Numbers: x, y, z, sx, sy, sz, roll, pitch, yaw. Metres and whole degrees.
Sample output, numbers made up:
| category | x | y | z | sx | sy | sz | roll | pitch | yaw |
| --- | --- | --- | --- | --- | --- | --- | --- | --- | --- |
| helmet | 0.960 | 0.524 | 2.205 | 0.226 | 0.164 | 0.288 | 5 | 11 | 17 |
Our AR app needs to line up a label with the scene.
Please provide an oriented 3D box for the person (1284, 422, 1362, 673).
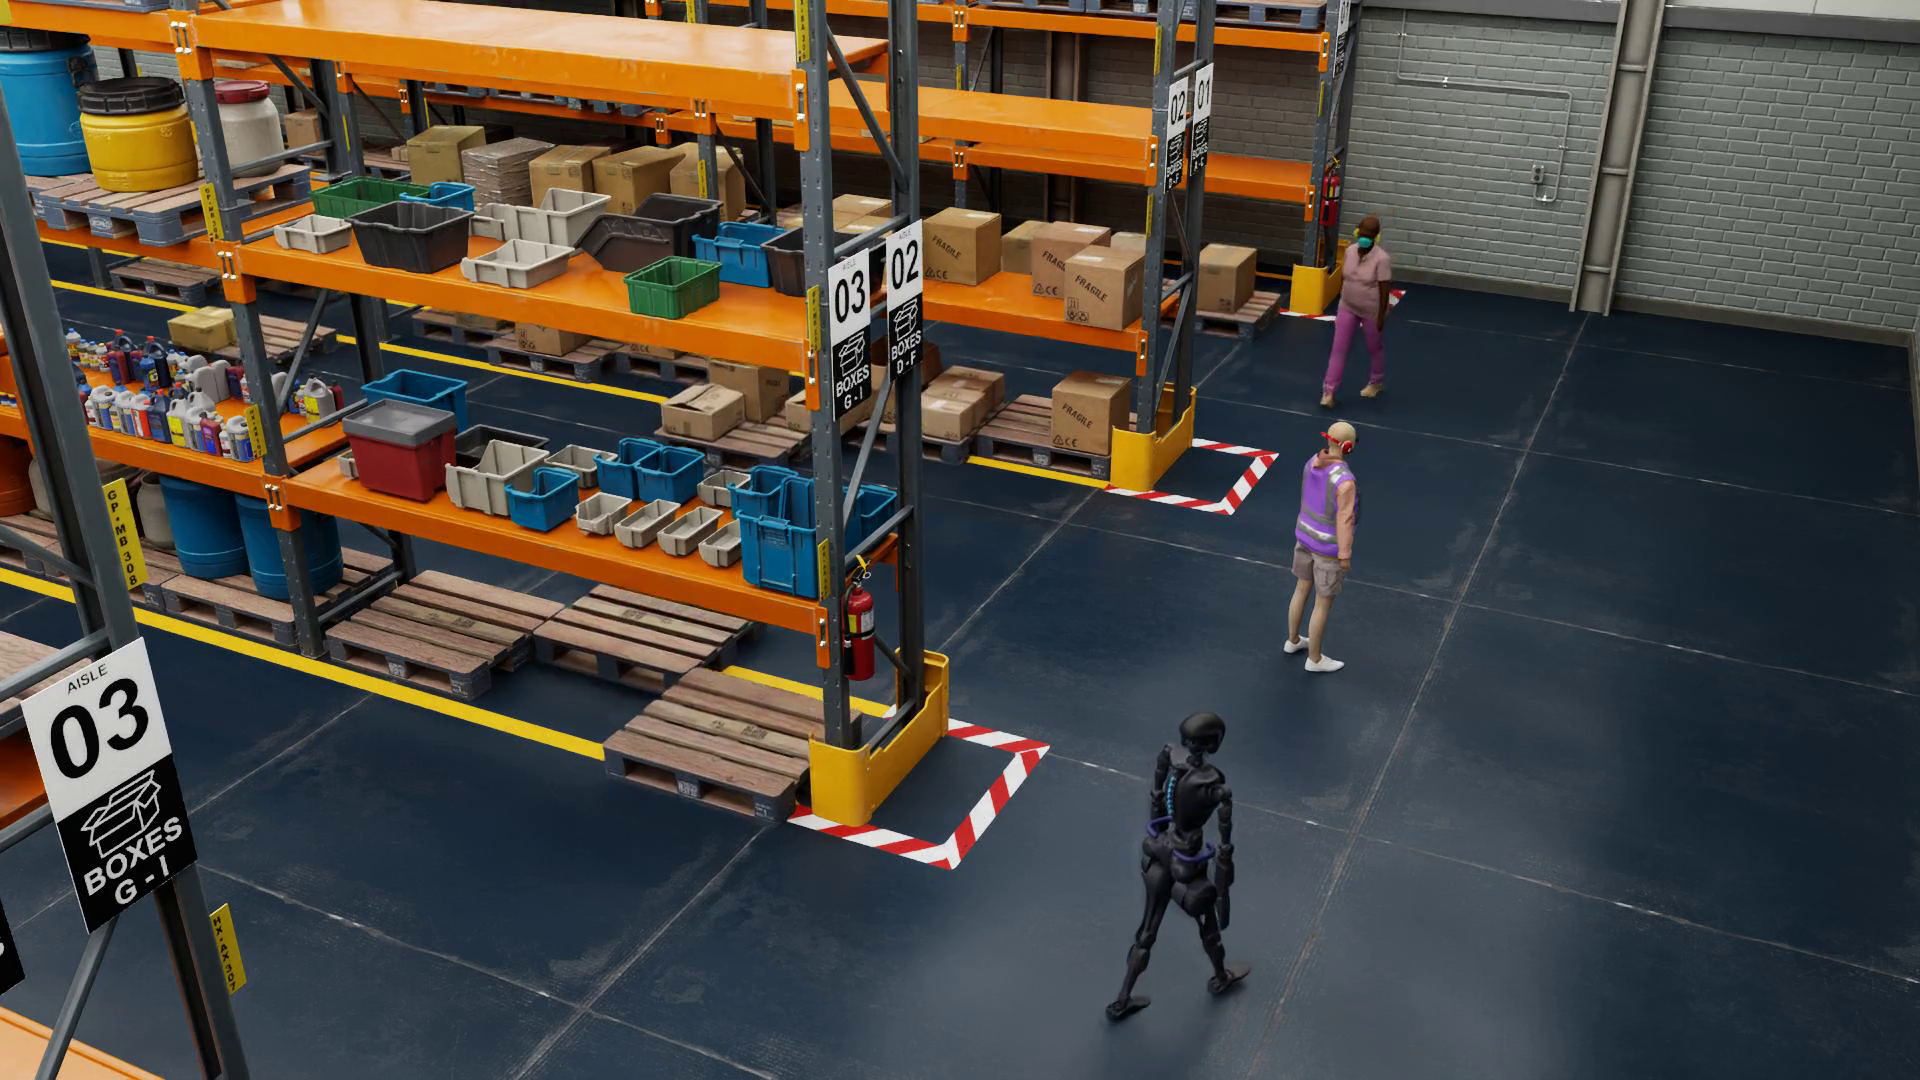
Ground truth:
| category | x | y | z | sx | sy | sz | roll | pitch | yaw |
| --- | --- | --- | --- | --- | --- | --- | --- | --- | --- |
| person | 2.325 | 0.040 | 10.626 | 0.352 | 1.688 | 0.489 | -11 | 28 | -20 |

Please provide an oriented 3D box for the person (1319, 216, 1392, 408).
| category | x | y | z | sx | sy | sz | roll | pitch | yaw |
| --- | --- | --- | --- | --- | --- | --- | --- | --- | --- |
| person | 3.534 | -2.024 | 14.720 | 0.551 | 1.743 | 0.964 | 19 | 32 | 34 |

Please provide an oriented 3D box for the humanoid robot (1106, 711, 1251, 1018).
| category | x | y | z | sx | sy | sz | roll | pitch | yaw |
| --- | --- | --- | --- | --- | --- | --- | --- | --- | --- |
| humanoid robot | 1.040 | 1.498 | 7.740 | 0.780 | 1.629 | 0.585 | -16 | 31 | -30 |
